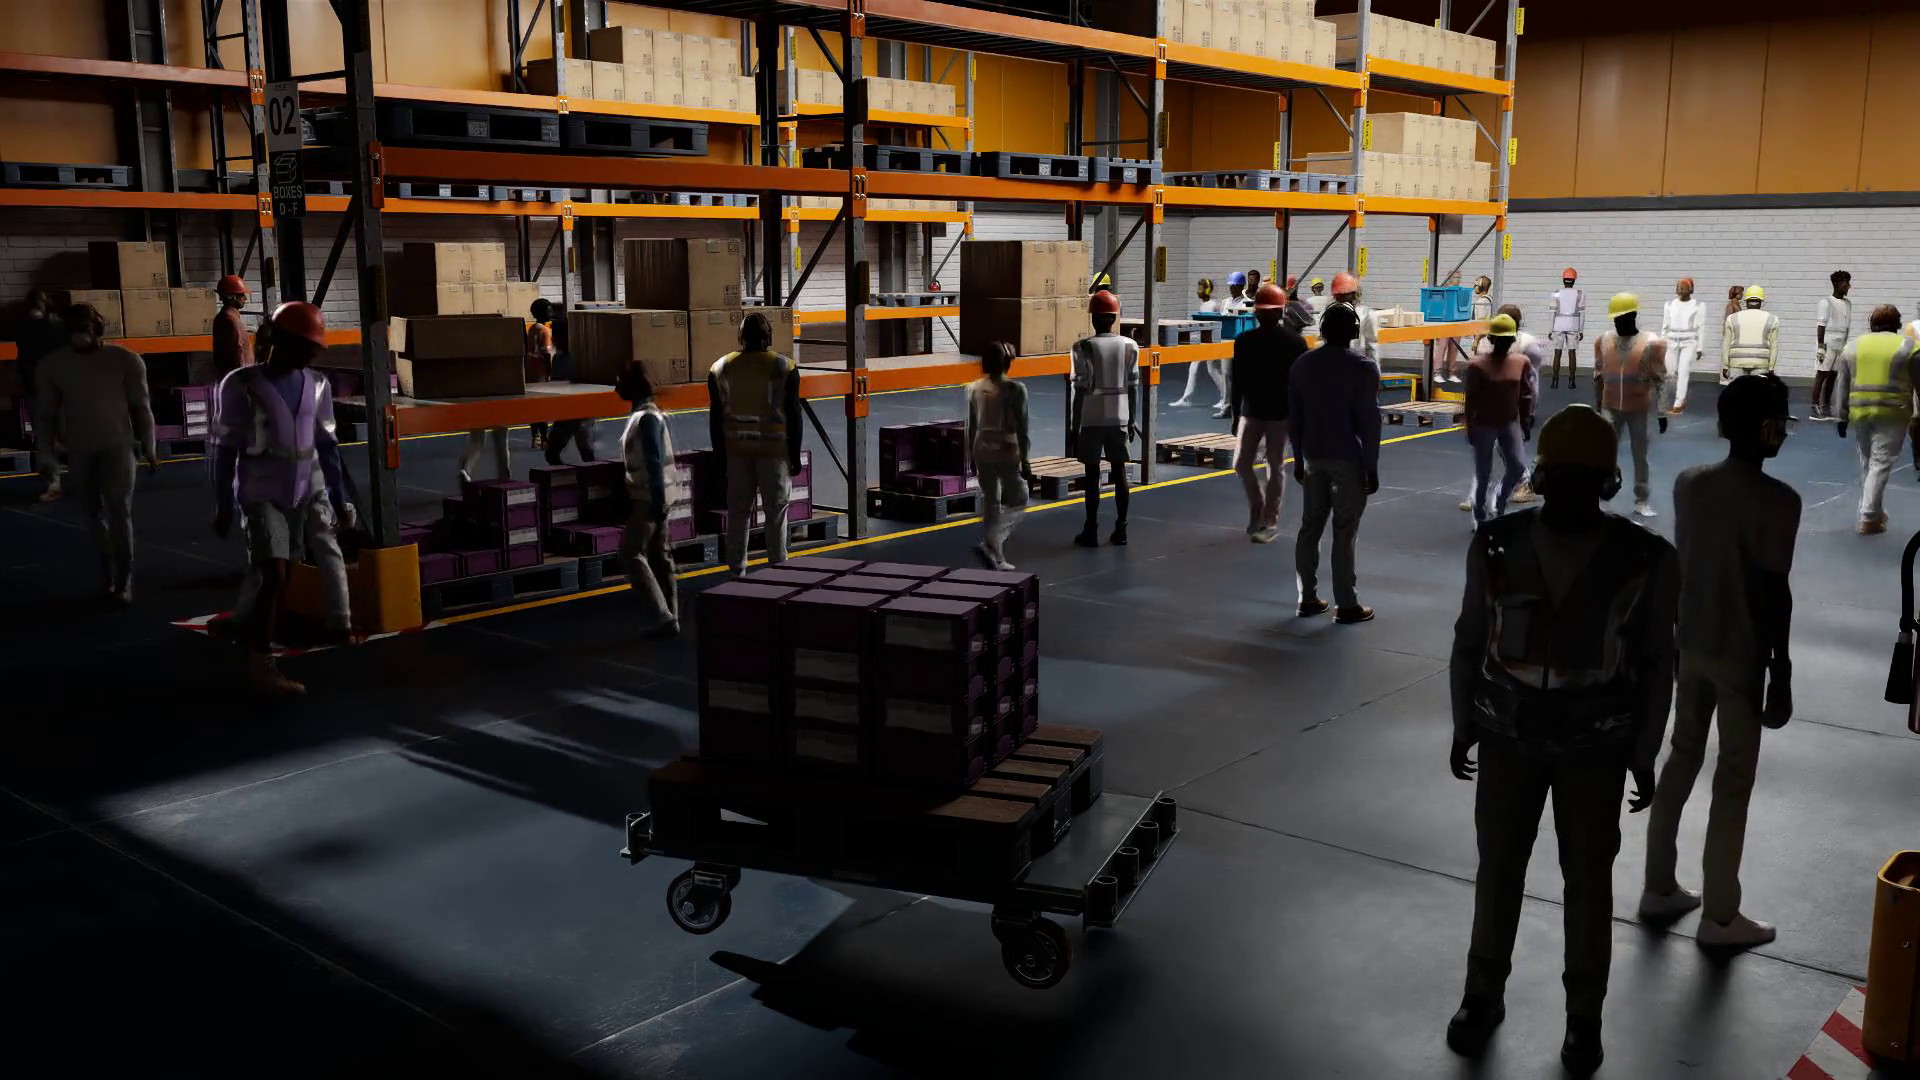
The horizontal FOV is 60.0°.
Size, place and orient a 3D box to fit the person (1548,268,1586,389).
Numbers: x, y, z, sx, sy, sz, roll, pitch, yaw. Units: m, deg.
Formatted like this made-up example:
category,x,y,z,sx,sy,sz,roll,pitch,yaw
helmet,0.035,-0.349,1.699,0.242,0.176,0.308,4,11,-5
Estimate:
category,x,y,z,sx,sy,sz,roll,pitch,yaw
person,9.758,-3.401,26.766,0.552,1.937,0.356,3,10,17

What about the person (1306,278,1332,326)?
category,x,y,z,sx,sy,sz,roll,pitch,yaw
person,6.008,-3.531,28.021,0.524,1.760,0.328,-4,11,-22

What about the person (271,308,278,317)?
category,x,y,z,sx,sy,sz,roll,pitch,yaw
person,-7.269,-1.685,17.892,0.493,1.626,0.285,6,12,31

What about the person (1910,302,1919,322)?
category,x,y,z,sx,sy,sz,roll,pitch,yaw
person,13.349,-2.674,22.949,0.530,1.831,0.927,-3,10,-16

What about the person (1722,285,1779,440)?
category,x,y,z,sx,sy,sz,roll,pitch,yaw
person,9.268,-2.070,19.533,0.590,1.823,0.404,4,11,24

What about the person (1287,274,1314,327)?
category,x,y,z,sx,sy,sz,roll,pitch,yaw
person,4.379,-2.536,21.905,0.564,1.911,0.420,4,11,23

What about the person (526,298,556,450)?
category,x,y,z,sx,sy,sz,roll,pitch,yaw
person,-4.685,-1.854,18.641,0.322,1.697,0.536,-6,12,-32

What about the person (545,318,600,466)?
category,x,y,z,sx,sy,sz,roll,pitch,yaw
person,-3.239,-0.999,13.801,0.559,1.672,0.520,8,13,40

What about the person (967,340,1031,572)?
category,x,y,z,sx,sy,sz,roll,pitch,yaw
person,0.245,-0.546,11.374,0.529,1.625,0.437,8,13,40

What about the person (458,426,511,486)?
category,x,y,z,sx,sy,sz,roll,pitch,yaw
person,-4.342,-1.202,15.208,0.534,1.602,0.707,1,10,5

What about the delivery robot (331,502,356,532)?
category,x,y,z,sx,sy,sz,roll,pitch,yaw
delivery robot,-4.680,-0.131,11.813,0.477,0.478,0.707,9,14,42

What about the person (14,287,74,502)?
category,x,y,z,sx,sy,sz,roll,pitch,yaw
person,-8.122,-1.320,14.985,0.636,1.918,0.638,1,10,8

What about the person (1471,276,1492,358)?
category,x,y,z,sx,sy,sz,roll,pitch,yaw
person,7.679,-2.960,24.519,0.346,1.846,0.505,6,12,32

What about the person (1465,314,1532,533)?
category,x,y,z,sx,sy,sz,roll,pitch,yaw
person,4.211,-0.889,13.004,0.590,1.745,0.419,-2,10,-9

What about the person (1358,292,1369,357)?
category,x,y,z,sx,sy,sz,roll,pitch,yaw
person,5.345,-2.538,22.418,0.459,1.731,0.557,-3,10,-15

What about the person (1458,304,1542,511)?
category,x,y,z,sx,sy,sz,roll,pitch,yaw
person,4.739,-1.164,14.483,0.996,1.792,0.643,-6,12,-31

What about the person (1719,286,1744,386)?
category,x,y,z,sx,sy,sz,roll,pitch,yaw
person,12.708,-3.359,27.374,0.308,1.639,0.523,7,12,34

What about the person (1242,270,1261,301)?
category,x,y,z,sx,sy,sz,roll,pitch,yaw
person,4.551,-3.230,25.842,0.587,1.920,0.393,6,11,29

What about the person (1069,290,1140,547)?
category,x,y,z,sx,sy,sz,roll,pitch,yaw
person,1.077,-0.910,12.584,0.542,1.939,0.359,-3,10,-15

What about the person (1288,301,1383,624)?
category,x,y,z,sx,sy,sz,roll,pitch,yaw
person,2.269,-0.466,10.052,0.367,1.940,0.635,-9,14,-42

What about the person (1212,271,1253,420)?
category,x,y,z,sx,sy,sz,roll,pitch,yaw
person,3.618,-2.543,21.844,0.380,1.951,0.605,-8,13,-38

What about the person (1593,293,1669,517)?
category,x,y,z,sx,sy,sz,roll,pitch,yaw
person,5.549,-1.098,13.850,0.661,1.876,0.850,7,12,37

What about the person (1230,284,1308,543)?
category,x,y,z,sx,sy,sz,roll,pitch,yaw
person,2.339,-0.956,12.709,0.646,1.979,0.431,6,12,31

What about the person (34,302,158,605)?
category,x,y,z,sx,sy,sz,roll,pitch,yaw
person,-5.455,-0.528,10.469,0.666,1.908,0.802,-3,10,-15

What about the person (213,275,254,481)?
category,x,y,z,sx,sy,sz,roll,pitch,yaw
person,-6.951,-1.536,15.980,0.379,1.996,0.609,-7,12,-35

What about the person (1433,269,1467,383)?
category,x,y,z,sx,sy,sz,roll,pitch,yaw
person,8.241,-3.591,27.942,0.652,1.905,0.402,-4,11,-24

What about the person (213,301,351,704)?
category,x,y,z,sx,sy,sz,roll,pitch,yaw
person,-3.394,-0.201,8.414,0.748,1.984,0.644,5,11,28

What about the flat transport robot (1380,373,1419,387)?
category,x,y,z,sx,sy,sz,roll,pitch,yaw
flat transport robot,6.773,-2.555,26.691,1.431,0.197,0.652,-6,11,-29

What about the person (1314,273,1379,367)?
category,x,y,z,sx,sy,sz,roll,pitch,yaw
person,3.800,-1.631,16.535,0.610,1.980,1.057,6,12,33

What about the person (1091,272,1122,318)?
category,x,y,z,sx,sy,sz,roll,pitch,yaw
person,1.919,-2.661,22.579,0.585,1.927,0.366,8,13,37

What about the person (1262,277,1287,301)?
category,x,y,z,sx,sy,sz,roll,pitch,yaw
person,3.895,-2.355,20.935,0.403,1.900,0.646,-6,12,-30

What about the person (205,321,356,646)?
category,x,y,z,sx,sy,sz,roll,pitch,yaw
person,-3.871,-0.309,9.407,0.929,1.844,0.574,2,10,11

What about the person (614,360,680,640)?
category,x,y,z,sx,sy,sz,roll,pitch,yaw
person,-1.813,-0.224,9.563,0.418,1.615,0.528,-2,10,-14

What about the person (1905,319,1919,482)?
category,x,y,z,sx,sy,sz,roll,pitch,yaw
person,9.506,-1.543,16.278,0.553,1.912,0.810,7,12,33

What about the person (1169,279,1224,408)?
category,x,y,z,sx,sy,sz,roll,pitch,yaw
person,3.457,-2.770,23.509,0.886,1.830,0.552,-2,10,-10

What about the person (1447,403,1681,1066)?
category,x,y,z,sx,sy,sz,roll,pitch,yaw
person,1.654,0.536,4.636,0.590,1.837,0.404,5,11,28

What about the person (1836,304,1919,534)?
category,x,y,z,sx,sy,sz,roll,pitch,yaw
person,7.432,-0.973,13.310,0.862,1.798,0.649,-7,12,-35

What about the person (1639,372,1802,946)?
category,x,y,z,sx,sy,sz,roll,pitch,yaw
person,2.507,0.387,5.433,0.324,1.861,0.507,-4,11,-21

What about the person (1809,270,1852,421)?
category,x,y,z,sx,sy,sz,roll,pitch,yaw
person,11.465,-2.552,21.850,0.608,1.965,0.369,-6,12,-30

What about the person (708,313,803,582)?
category,x,y,z,sx,sy,sz,roll,pitch,yaw
person,-1.333,-0.572,10.961,0.625,1.836,0.428,2,10,11

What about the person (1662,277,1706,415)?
category,x,y,z,sx,sy,sz,roll,pitch,yaw
person,9.866,-2.648,22.689,0.597,1.871,0.580,-10,14,-44
